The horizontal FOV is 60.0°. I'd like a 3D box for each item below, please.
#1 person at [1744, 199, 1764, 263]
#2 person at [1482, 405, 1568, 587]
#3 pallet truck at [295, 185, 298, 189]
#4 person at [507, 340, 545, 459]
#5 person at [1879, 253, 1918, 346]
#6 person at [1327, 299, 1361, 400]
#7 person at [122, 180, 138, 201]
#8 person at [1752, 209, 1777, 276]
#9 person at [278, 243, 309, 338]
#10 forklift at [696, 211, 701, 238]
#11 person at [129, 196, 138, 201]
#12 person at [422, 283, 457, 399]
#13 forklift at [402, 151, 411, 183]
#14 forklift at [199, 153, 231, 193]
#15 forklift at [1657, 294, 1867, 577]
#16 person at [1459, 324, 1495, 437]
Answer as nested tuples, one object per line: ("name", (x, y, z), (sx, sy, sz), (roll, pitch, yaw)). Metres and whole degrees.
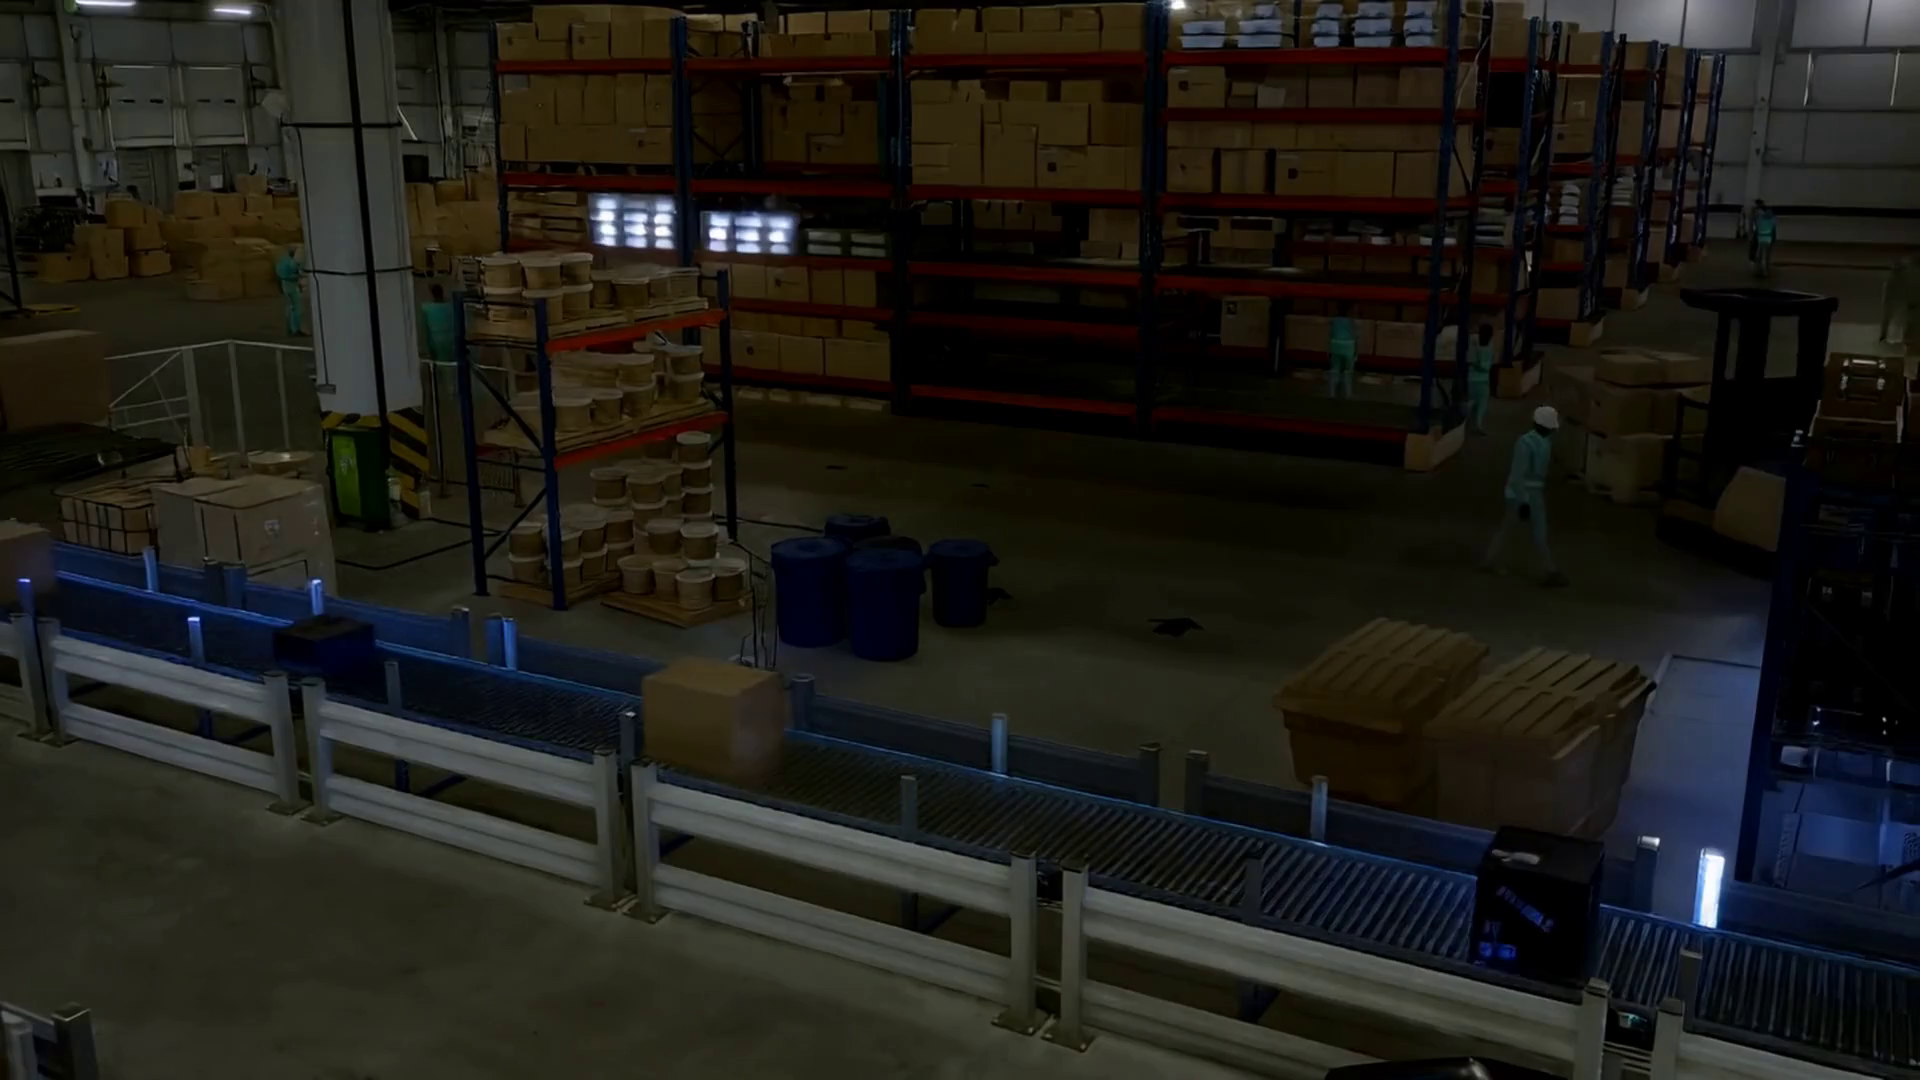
("person", (23.771, -9.195, 49.598), (0.729, 1.883, 0.352), (2, 15, 6))
("person", (5.736, -0.456, 16.766), (0.620, 1.858, 1.057), (-10, 18, -33))
("pallet truck", (-26.804, -14.617, 69.738), (1.885, 1.965, 0.823), (-14, 20, -42))
("person", (-5.881, -2.071, 22.681), (0.547, 1.942, 0.351), (8, 17, 28))
("person", (18.625, -4.784, 33.064), (0.942, 1.855, 0.659), (-13, 20, -40))
("person", (6.160, -3.011, 26.710), (0.574, 1.689, 0.324), (9, 18, 31))
("person", (-30.966, -12.530, 62.174), (0.388, 1.854, 0.784), (7, 17, 25))
("person", (22.209, -8.217, 45.971), (0.566, 1.846, 0.387), (8, 17, 28))
("person", (-13.696, -5.115, 34.132), (0.632, 1.956, 0.436), (9, 17, 30))
("forklift", (-5.220, -5.038, 32.040), (1.873, 2.768, 1.129), (8, 17, 28))
("person", (-24.873, -9.397, 50.230), (0.631, 1.939, 0.370), (8, 17, 28))
("person", (-8.476, -3.240, 27.157), (0.448, 1.896, 0.624), (13, 20, 41))
("forklift", (-21.519, -13.645, 64.395), (1.873, 2.768, 1.129), (1, 15, 2))
("forklift", (-27.440, -12.865, 61.464), (1.873, 2.768, 1.129), (8, 17, 28))
("forklift", (8.579, -1.174, 17.515), (1.129, 2.768, 1.873), (-4, 15, -15))
("person", (7.488, -2.364, 24.329), (0.538, 1.666, 0.645), (-8, 17, -28))
